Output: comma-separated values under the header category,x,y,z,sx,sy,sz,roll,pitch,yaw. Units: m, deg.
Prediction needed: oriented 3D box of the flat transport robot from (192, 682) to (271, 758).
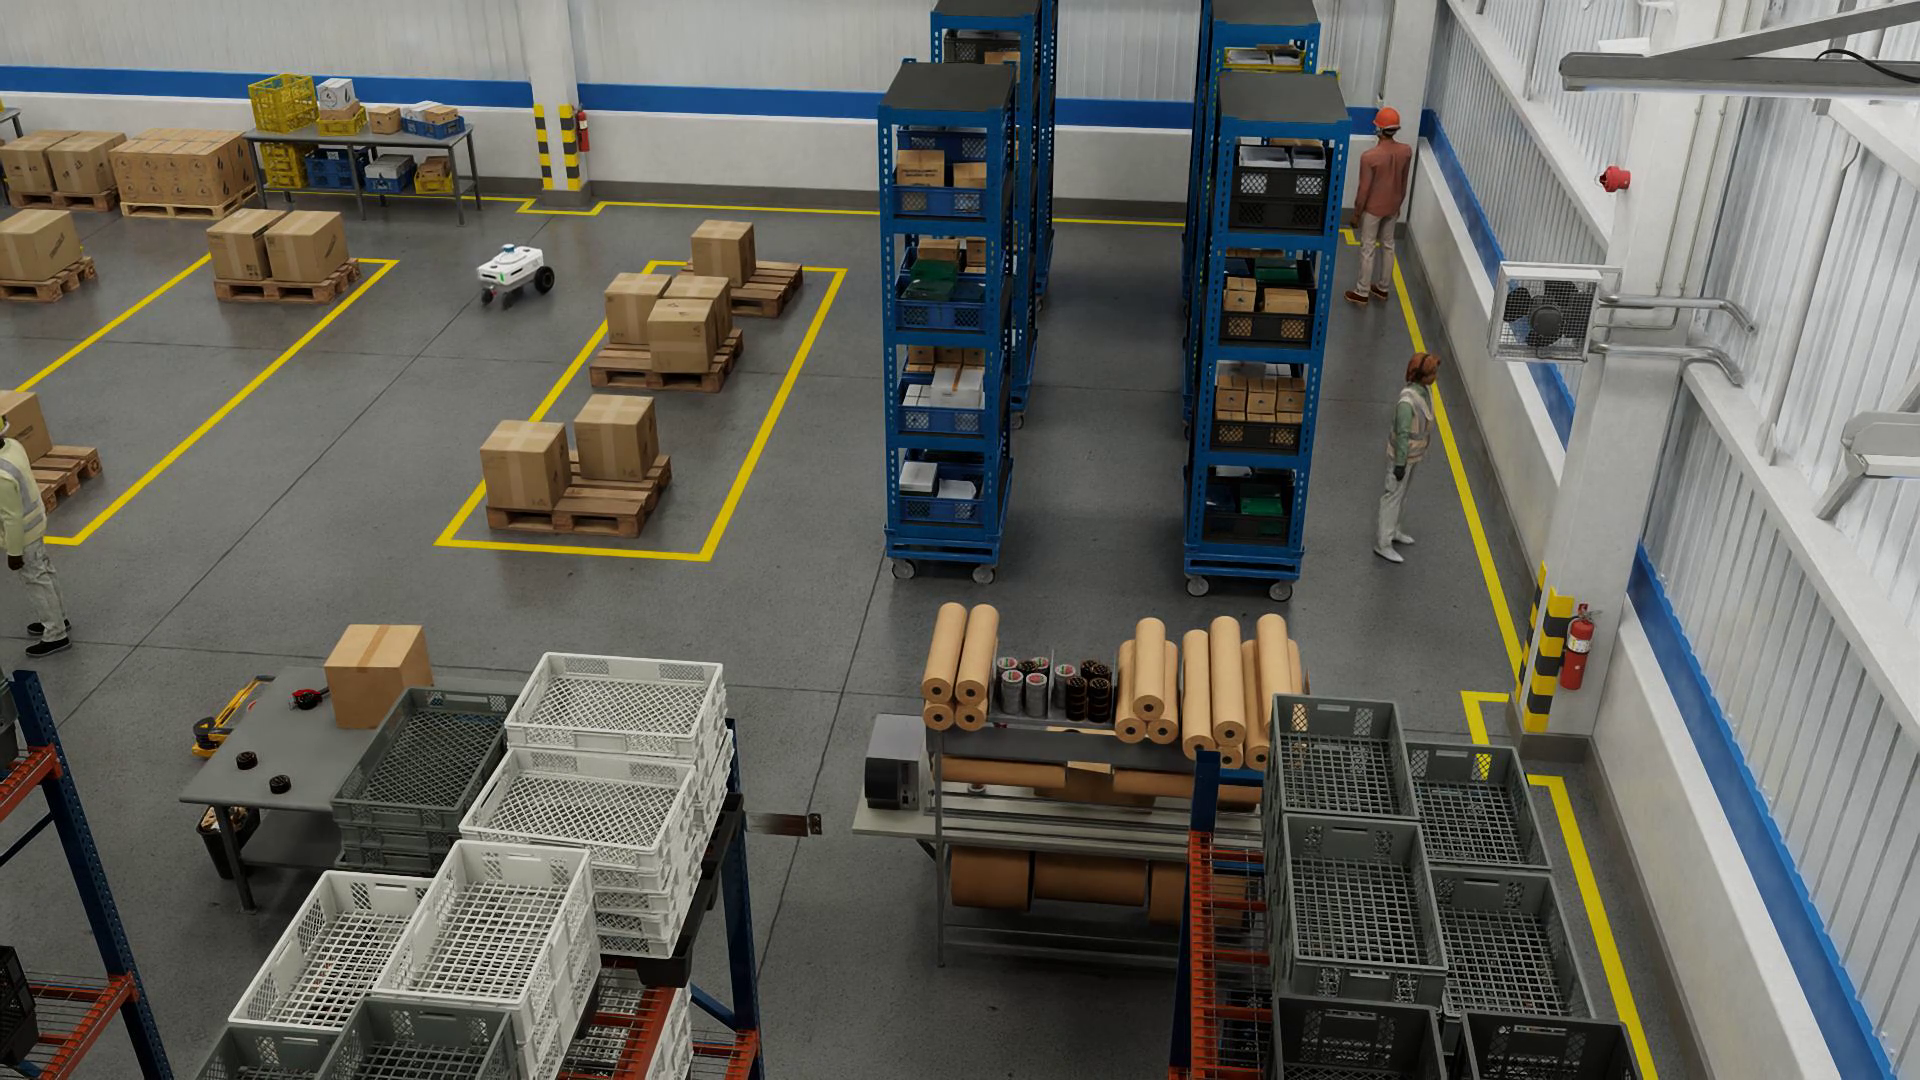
category,x,y,z,sx,sy,sz,roll,pitch,yaw
flat transport robot,-4.089,1.163,10.648,1.431,0.197,0.652,3,30,6

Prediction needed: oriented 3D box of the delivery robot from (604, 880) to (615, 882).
category,x,y,z,sx,sy,sz,roll,pitch,yaw
delivery robot,-1.766,1.691,9.372,0.477,0.478,0.707,26,39,37

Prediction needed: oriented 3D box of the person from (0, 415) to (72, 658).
category,x,y,z,sx,sy,sz,roll,pitch,yaw
person,-6.373,-0.071,11.223,0.404,1.837,0.590,-12,32,-19

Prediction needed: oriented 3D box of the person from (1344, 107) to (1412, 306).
category,x,y,z,sx,sy,sz,roll,pitch,yaw
person,4.191,-3.340,16.681,0.609,1.996,0.383,-14,33,-22

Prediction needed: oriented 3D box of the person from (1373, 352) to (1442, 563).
category,x,y,z,sx,sy,sz,roll,pitch,yaw
person,3.329,-0.637,12.389,0.310,1.636,0.523,16,34,25

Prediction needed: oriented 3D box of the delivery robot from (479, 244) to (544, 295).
category,x,y,z,sx,sy,sz,roll,pitch,yaw
delivery robot,-4.603,-2.793,17.073,0.477,0.478,0.707,14,33,22
